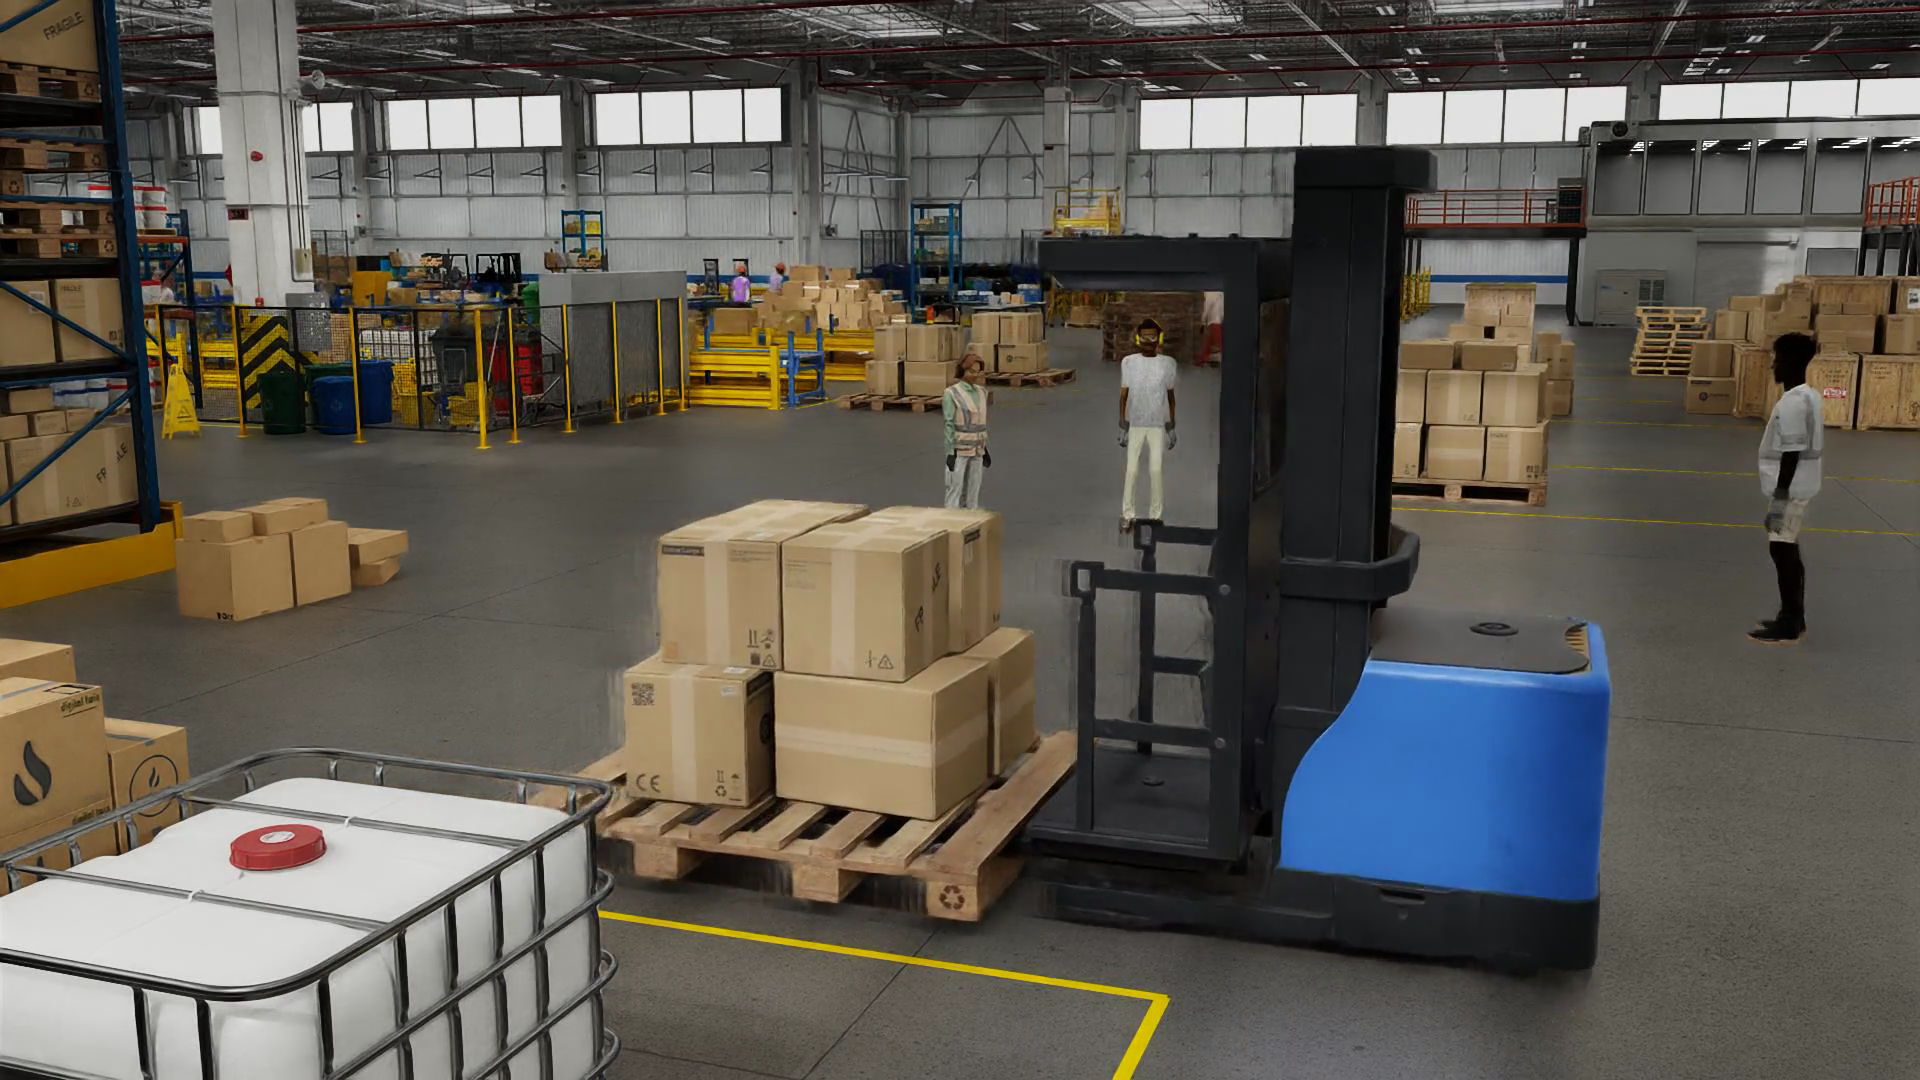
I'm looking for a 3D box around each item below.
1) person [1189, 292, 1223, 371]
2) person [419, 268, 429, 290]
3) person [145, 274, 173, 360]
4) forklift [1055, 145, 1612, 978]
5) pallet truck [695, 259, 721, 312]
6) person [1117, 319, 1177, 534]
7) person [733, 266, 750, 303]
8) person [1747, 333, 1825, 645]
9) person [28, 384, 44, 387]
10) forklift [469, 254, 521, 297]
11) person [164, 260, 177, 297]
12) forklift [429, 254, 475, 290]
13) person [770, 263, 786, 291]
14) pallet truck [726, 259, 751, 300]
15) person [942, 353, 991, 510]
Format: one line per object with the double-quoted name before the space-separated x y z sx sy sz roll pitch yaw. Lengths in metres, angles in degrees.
"person" 5.049 -4.325 33.188 1.124 1.912 0.644 8 13 37
"person" -18.616 -8.654 58.021 0.786 1.735 0.518 -2 10 -11
"person" -17.447 -4.837 36.194 0.650 1.853 1.000 -3 10 -14
"forklift" 1.418 -0.007 6.113 1.873 2.768 1.129 3 11 19
"pallet truck" -9.165 -9.627 62.776 0.823 1.965 1.885 4 11 23
"person" 1.621 -0.978 14.421 0.518 1.874 0.329 1 10 5
"person" -6.147 -6.813 47.213 0.565 1.890 0.934 5 11 25
"person" 5.226 -0.313 10.507 0.364 1.946 0.683 8 13 37
"person" -11.695 -2.094 21.077 0.557 1.745 0.535 -4 11 -23
"forklift" -17.990 -10.121 64.684 1.157 1.987 2.680 3 11 17
"person" -28.136 -8.966 59.128 0.622 1.979 0.609 9 13 40
"forklift" -20.133 -10.254 65.465 1.157 1.987 2.680 3 11 19
"person" -5.365 -7.118 48.749 0.623 1.970 1.111 9 13 40
"pallet truck" -7.986 -9.493 62.019 0.823 1.965 1.885 3 11 17
"person" 0.051 -0.691 13.457 0.310 1.640 0.514 8 13 39
